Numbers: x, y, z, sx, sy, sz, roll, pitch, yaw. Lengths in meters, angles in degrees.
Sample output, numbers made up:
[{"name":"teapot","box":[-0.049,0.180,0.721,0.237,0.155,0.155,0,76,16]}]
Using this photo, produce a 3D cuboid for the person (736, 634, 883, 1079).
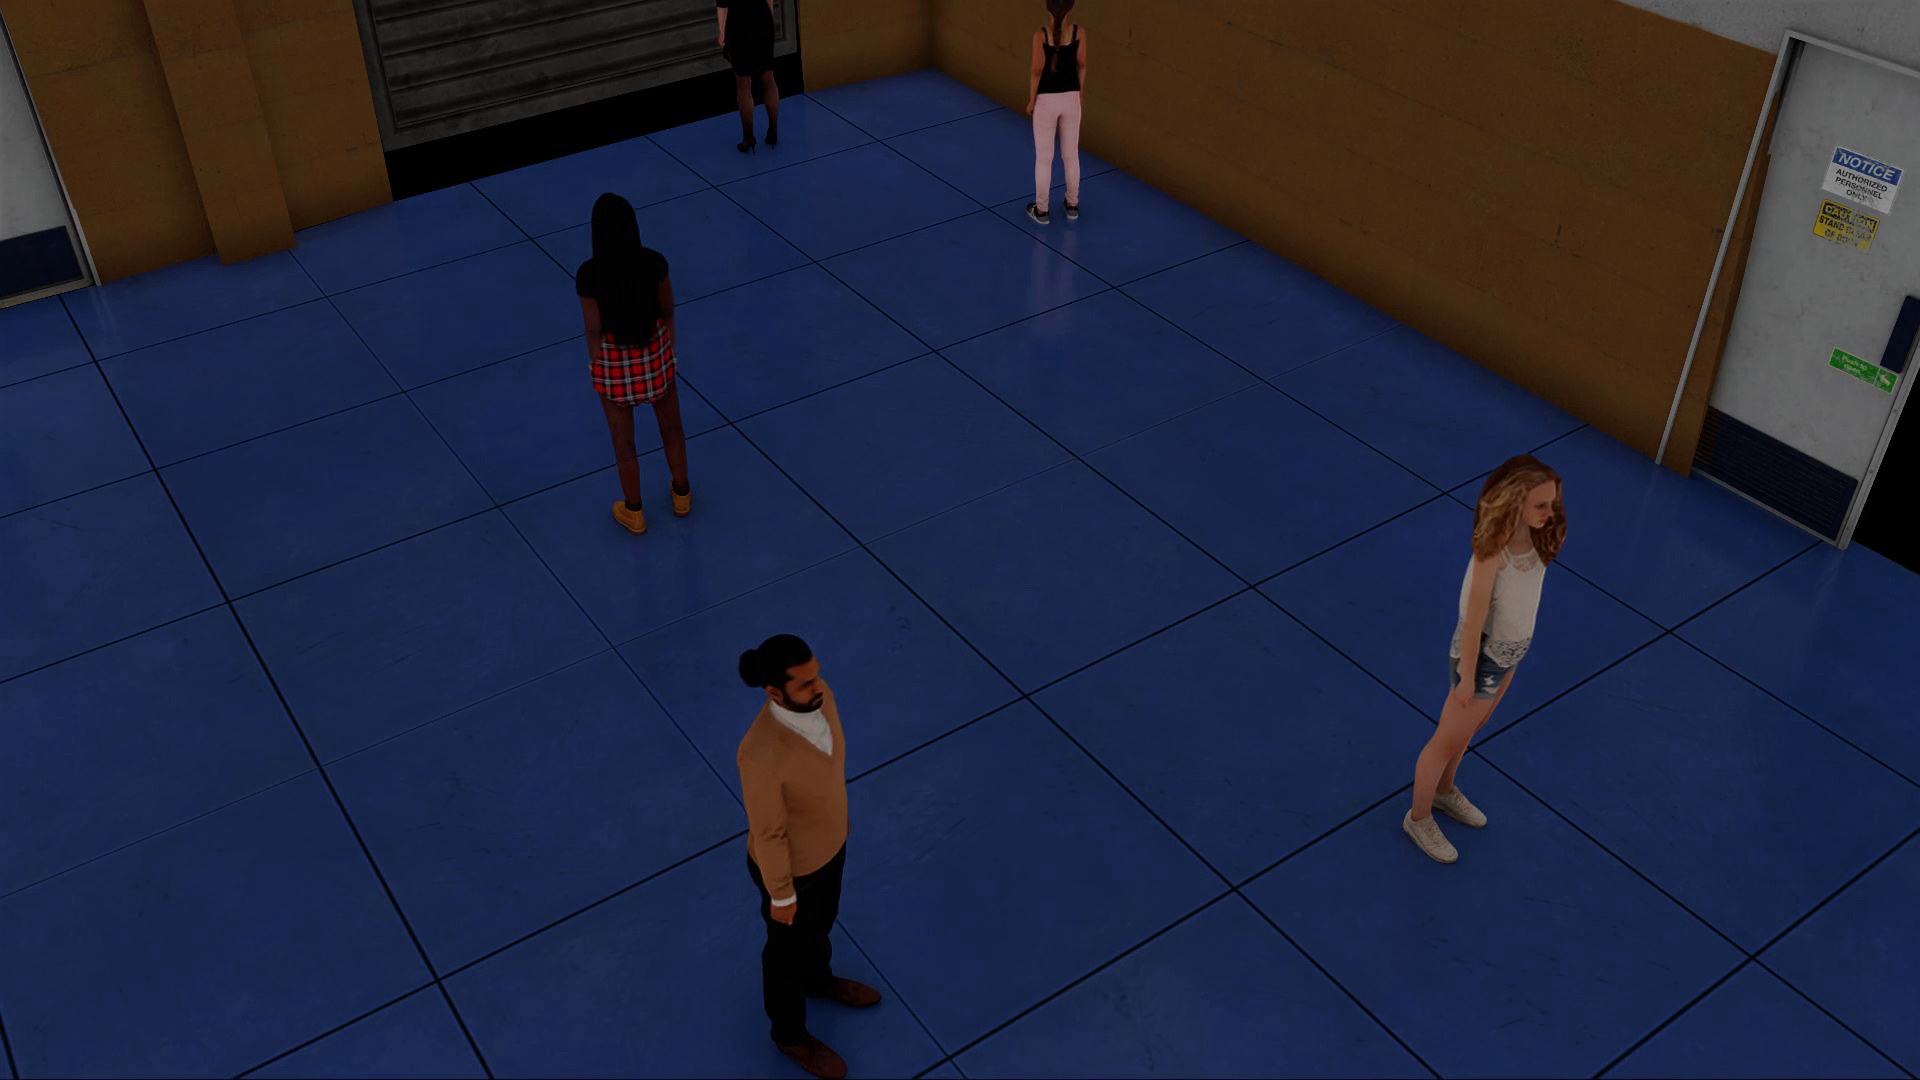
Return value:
[{"name":"person","box":[-0.513,0.997,5.357,0.816,1.754,0.726,12,38,15]}]

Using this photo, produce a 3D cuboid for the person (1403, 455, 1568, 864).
[{"name":"person","box":[1.912,0.427,6.113,0.687,1.759,0.522,29,45,32]}]

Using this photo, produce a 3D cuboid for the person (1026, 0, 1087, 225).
[{"name":"person","box":[0.618,-2.761,10.522,0.556,1.565,0.664,-8,38,-11]}]

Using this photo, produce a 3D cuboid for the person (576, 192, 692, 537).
[{"name":"person","box":[-1.527,-0.817,7.796,0.539,1.728,0.670,-20,41,-25]}]

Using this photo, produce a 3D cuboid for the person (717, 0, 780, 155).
[{"name":"person","box":[-1.438,-3.471,11.337,0.440,1.706,0.652,-20,41,-25]}]
